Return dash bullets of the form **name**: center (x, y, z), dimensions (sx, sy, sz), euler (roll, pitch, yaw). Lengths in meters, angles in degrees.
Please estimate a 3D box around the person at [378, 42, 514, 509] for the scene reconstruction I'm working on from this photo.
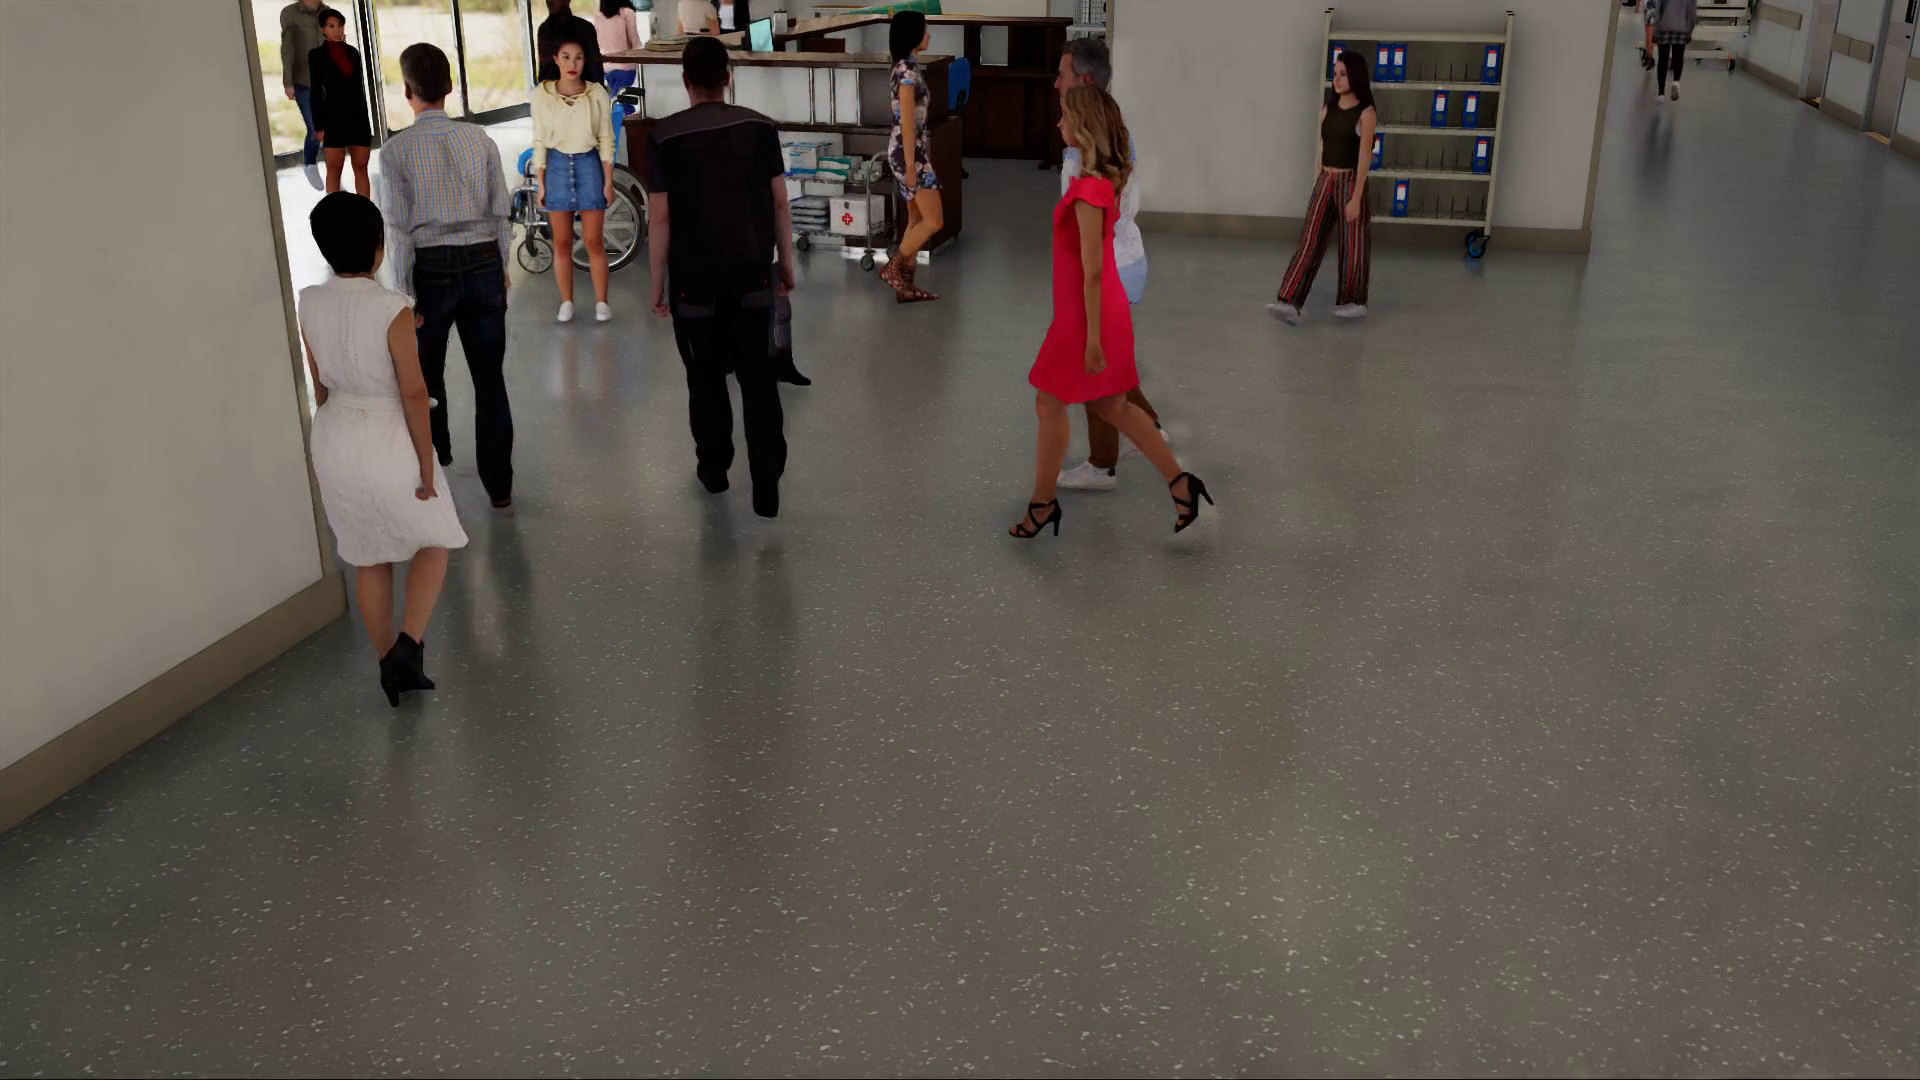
- **person**: center (-1.964, -0.994, 6.553), dimensions (1.144, 1.772, 1.156), euler (-10, 23, -24)

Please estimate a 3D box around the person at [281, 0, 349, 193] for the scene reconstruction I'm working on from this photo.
- **person**: center (-5.408, -3.806, 13.878), dimensions (0.952, 1.842, 0.903), euler (19, 28, 41)

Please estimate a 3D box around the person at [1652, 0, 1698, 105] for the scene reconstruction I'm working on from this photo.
- **person**: center (8.780, -6.254, 20.455), dimensions (0.744, 1.762, 0.689), euler (5, 21, 12)

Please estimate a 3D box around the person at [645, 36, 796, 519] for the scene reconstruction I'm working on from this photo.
- **person**: center (-0.900, -0.971, 6.419), dimensions (1.222, 1.824, 1.170), euler (-5, 21, -14)

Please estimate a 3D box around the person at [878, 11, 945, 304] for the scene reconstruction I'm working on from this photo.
- **person**: center (-0.366, -2.260, 9.968), dimensions (0.712, 1.721, 0.689), euler (0, 21, 0)

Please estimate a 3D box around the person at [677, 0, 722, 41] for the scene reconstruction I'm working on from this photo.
- **person**: center (-2.607, -4.627, 16.194), dimensions (0.755, 1.736, 0.834), euler (13, 24, 31)

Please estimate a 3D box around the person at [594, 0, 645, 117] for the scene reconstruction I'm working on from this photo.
- **person**: center (-3.130, -4.168, 15.015), dimensions (1.188, 1.714, 0.988), euler (14, 25, 32)

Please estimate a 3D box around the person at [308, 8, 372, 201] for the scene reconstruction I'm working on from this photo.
- **person**: center (-4.404, -2.950, 11.902), dimensions (0.694, 1.640, 0.742), euler (-19, 28, -41)

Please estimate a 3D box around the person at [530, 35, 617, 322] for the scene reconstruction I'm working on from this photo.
- **person**: center (-2.227, -2.080, 9.621), dimensions (0.638, 1.630, 0.777), euler (-3, 21, -8)

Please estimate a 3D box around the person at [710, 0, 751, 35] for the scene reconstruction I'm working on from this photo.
- **person**: center (-2.750, -6.004, 20.064), dimensions (1.115, 1.570, 0.878), euler (1, 21, 4)

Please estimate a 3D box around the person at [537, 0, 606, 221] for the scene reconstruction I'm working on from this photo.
- **person**: center (-2.836, -3.223, 12.397), dimensions (0.623, 1.802, 0.791), euler (7, 22, 19)

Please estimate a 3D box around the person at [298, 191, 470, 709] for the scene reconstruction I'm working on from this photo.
- **person**: center (-1.720, -0.203, 4.794), dimensions (0.613, 1.537, 0.634), euler (4, 21, 10)

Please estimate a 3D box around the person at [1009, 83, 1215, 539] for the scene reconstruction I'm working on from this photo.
- **person**: center (0.571, -0.780, 6.099), dimensions (1.003, 1.693, 0.613), euler (7, 22, 18)

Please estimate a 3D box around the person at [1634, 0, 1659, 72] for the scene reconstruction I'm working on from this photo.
- **person**: center (10.404, -7.937, 24.838), dimensions (0.783, 1.805, 0.787), euler (1, 21, 2)

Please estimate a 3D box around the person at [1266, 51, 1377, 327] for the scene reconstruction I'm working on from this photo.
- **person**: center (2.239, -1.976, 9.499), dimensions (1.015, 1.522, 1.051), euler (-16, 26, -36)

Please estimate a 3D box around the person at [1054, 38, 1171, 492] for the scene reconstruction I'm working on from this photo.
- **person**: center (0.662, -1.075, 6.721), dimensions (0.832, 1.805, 0.803), euler (0, 21, 0)

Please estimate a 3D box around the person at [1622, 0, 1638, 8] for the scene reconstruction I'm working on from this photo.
- **person**: center (17.049, -14.414, 41.884), dimensions (0.748, 1.843, 0.791), euler (-14, 25, -33)
